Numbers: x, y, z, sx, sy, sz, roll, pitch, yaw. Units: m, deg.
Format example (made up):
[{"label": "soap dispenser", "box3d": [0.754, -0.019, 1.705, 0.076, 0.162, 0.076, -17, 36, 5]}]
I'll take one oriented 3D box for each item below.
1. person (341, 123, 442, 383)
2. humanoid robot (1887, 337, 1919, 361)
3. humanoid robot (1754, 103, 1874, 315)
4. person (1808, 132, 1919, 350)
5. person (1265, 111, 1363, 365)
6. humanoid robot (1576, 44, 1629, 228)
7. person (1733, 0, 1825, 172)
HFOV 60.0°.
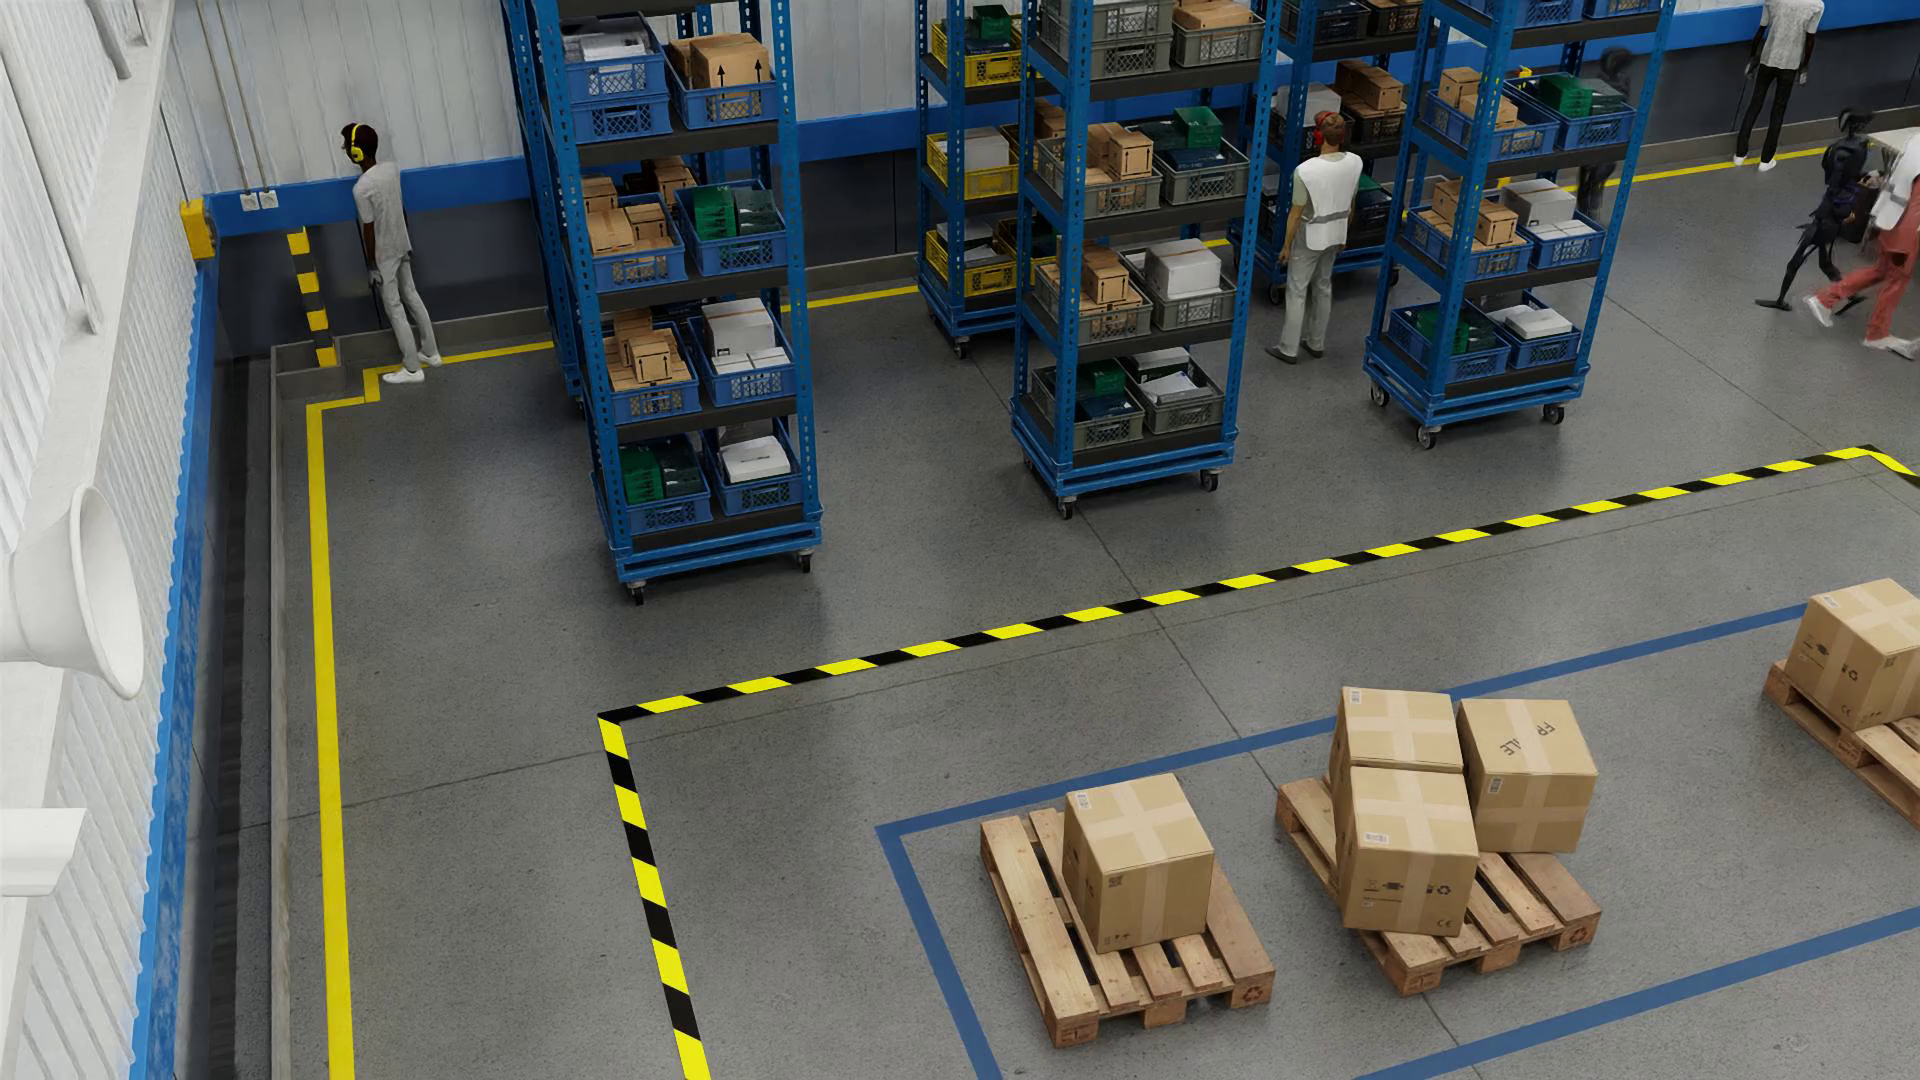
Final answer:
[{"label": "person", "box3d": [-3.935, -1.977, 11.478, 0.314, 1.862, 0.506, 9, 36, 12]}, {"label": "humanoid robot", "box3d": [7.114, -1.916, 11.526, 0.542, 1.791, 0.867, -26, 43, -32]}, {"label": "humanoid robot", "box3d": [6.476, -2.407, 12.271, 0.711, 1.634, 0.595, 21, 40, 27]}, {"label": "person", "box3d": [6.634, -2.235, 11.817, 0.642, 1.894, 0.620, 8, 36, 11]}, {"label": "person", "box3d": [2.509, -2.096, 11.675, 0.569, 1.831, 0.413, -18, 39, -24]}, {"label": "humanoid robot", "box3d": [5.092, -3.129, 13.269, 0.320, 1.660, 0.610, -2, 35, -3]}, {"label": "person", "box3d": [7.177, -4.159, 14.579, 0.511, 1.858, 0.332, 24, 42, 30]}]
